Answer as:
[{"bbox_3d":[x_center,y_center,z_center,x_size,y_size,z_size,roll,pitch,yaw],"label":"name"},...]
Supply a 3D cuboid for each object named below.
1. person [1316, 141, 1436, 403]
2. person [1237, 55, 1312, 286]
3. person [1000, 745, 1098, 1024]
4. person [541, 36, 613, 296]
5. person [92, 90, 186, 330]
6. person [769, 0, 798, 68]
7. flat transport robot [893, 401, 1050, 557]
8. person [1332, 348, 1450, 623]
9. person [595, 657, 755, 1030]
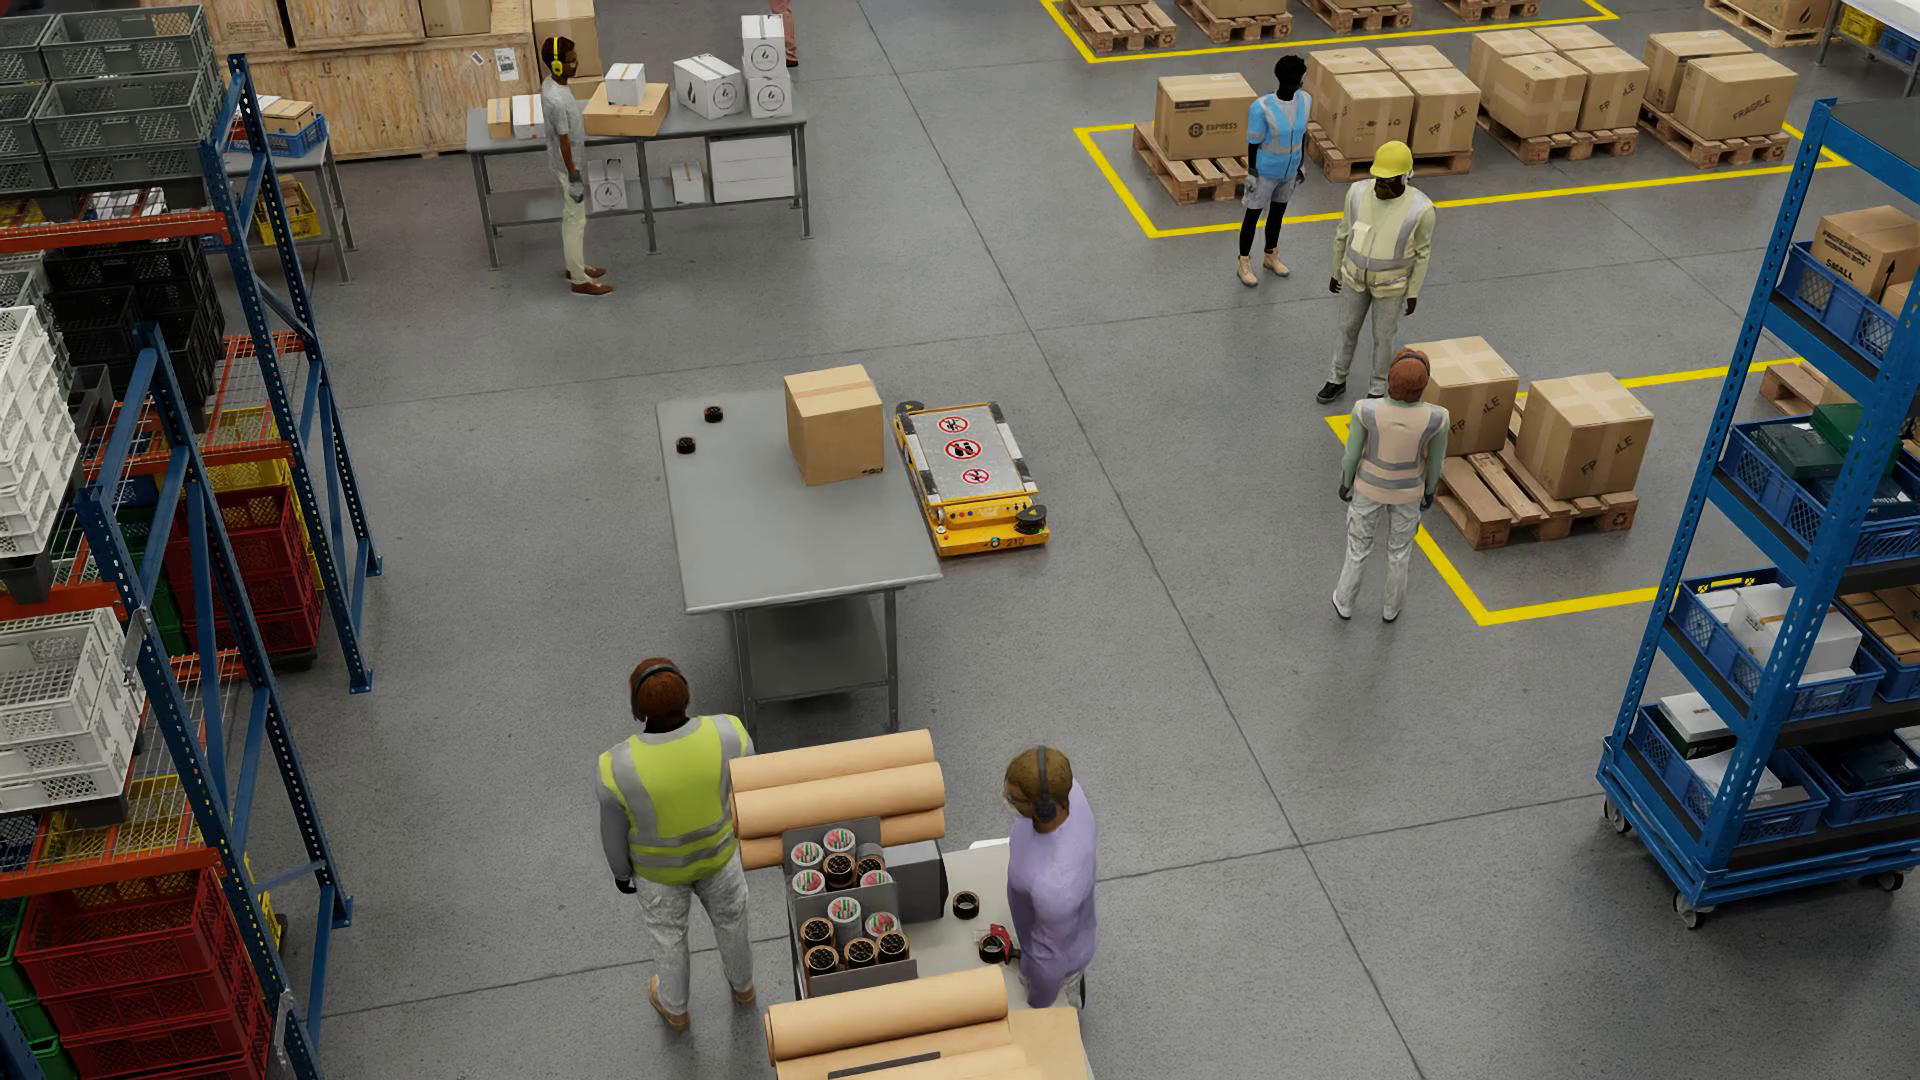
[{"bbox_3d":[2.600,-1.638,10.433,0.601,1.830,0.404,21,42,26],"label":"person"},{"bbox_3d":[2.257,-2.654,11.914,0.531,1.692,0.320,-18,40,-23],"label":"person"},{"bbox_3d":[0.321,1.488,6.153,0.371,1.932,0.629,2,37,3],"label":"person"},{"bbox_3d":[-2.742,-2.636,11.744,0.310,1.868,0.534,-10,38,-13],"label":"person"},{"bbox_3d":[-5.509,-2.156,11.088,0.354,1.883,0.576,11,38,15],"label":"person"},{"bbox_3d":[-1.727,-5.331,15.347,0.401,1.900,0.650,-8,37,-10],"label":"person"},{"bbox_3d":[0.046,-0.430,10.108,0.652,0.197,1.431,-8,37,-10],"label":"flat transport robot"},{"bbox_3d":[2.249,-0.260,8.741,0.519,1.640,0.307,5,37,7],"label":"person"},{"bbox_3d":[-1.094,1.214,6.602,0.629,1.836,0.430,-16,40,-21],"label":"person"}]
